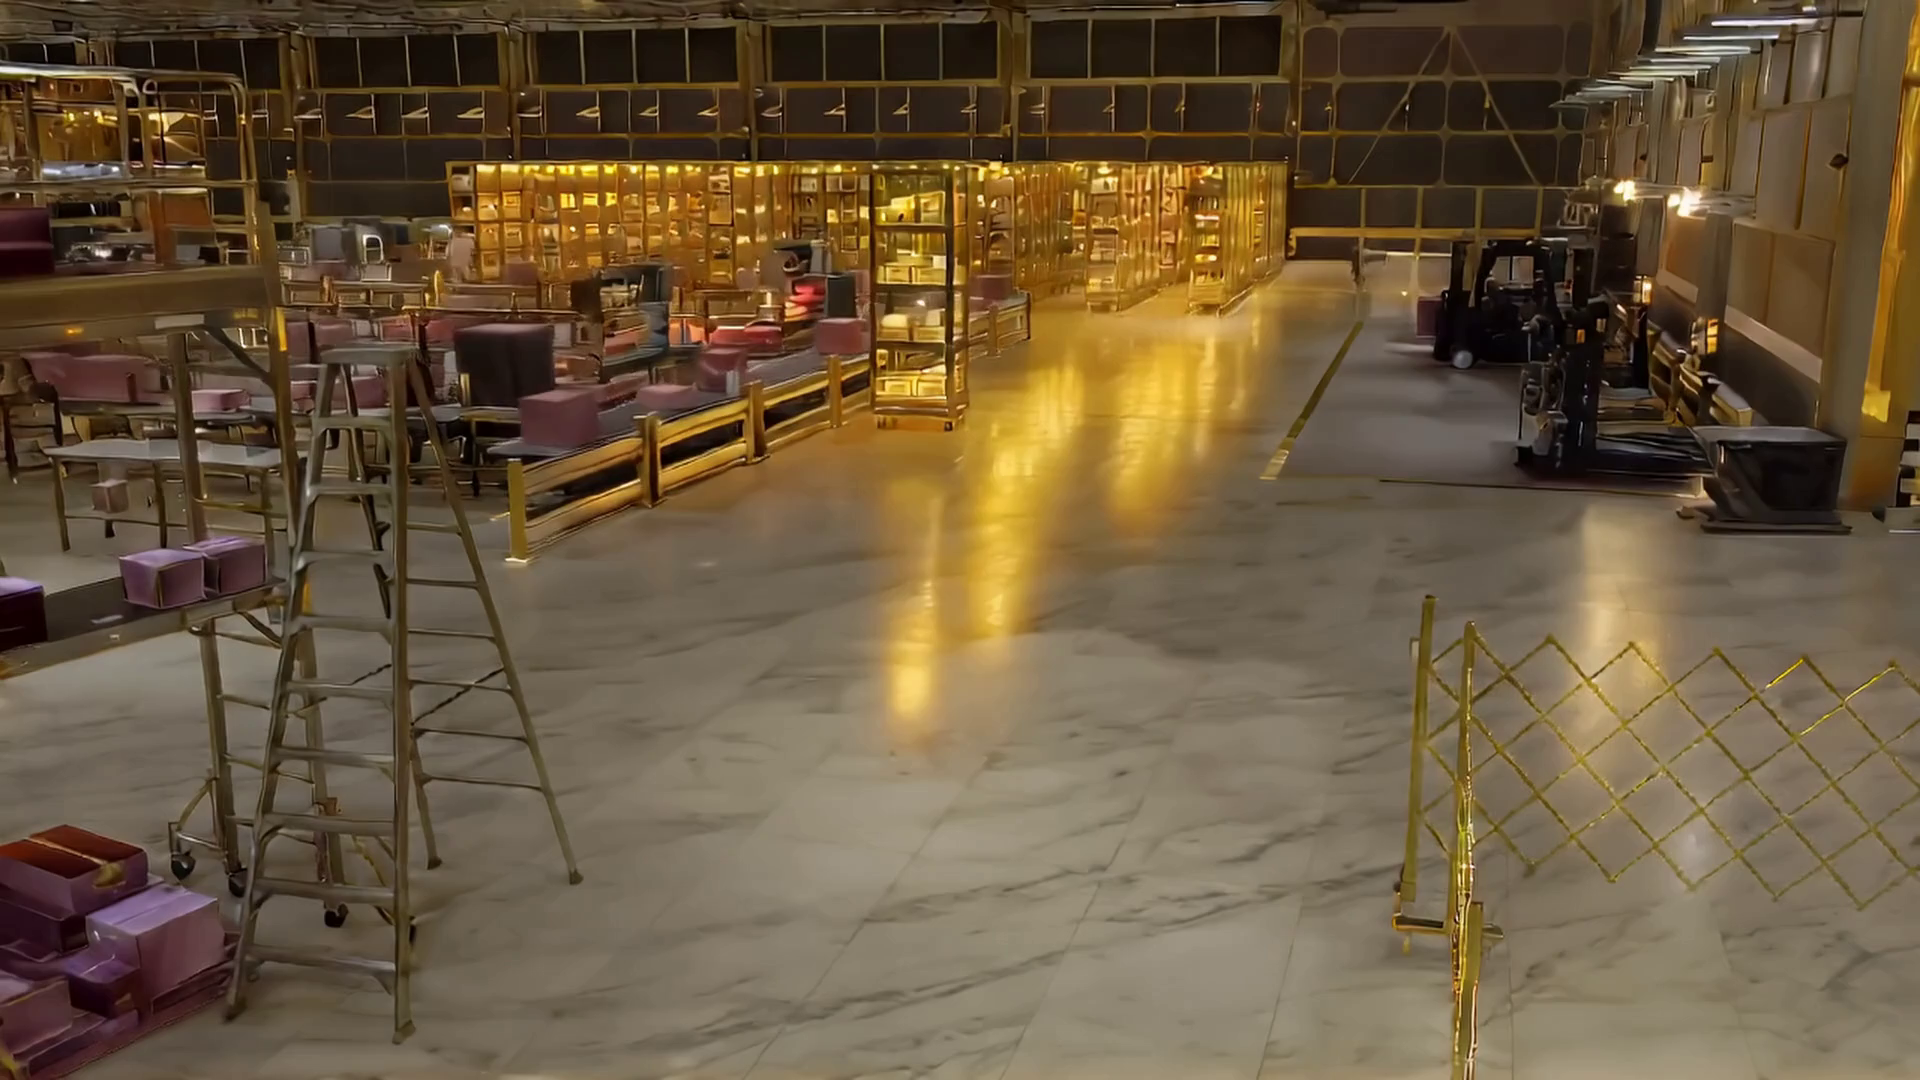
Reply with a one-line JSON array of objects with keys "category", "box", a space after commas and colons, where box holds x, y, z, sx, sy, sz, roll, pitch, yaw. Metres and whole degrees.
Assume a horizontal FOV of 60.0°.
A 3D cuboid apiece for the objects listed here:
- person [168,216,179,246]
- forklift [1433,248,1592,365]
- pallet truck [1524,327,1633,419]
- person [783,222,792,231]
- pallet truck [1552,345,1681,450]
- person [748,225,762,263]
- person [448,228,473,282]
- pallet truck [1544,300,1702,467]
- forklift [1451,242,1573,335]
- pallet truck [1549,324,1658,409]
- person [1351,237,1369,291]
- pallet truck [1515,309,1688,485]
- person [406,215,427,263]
[{"category": "person", "box": [-24.468, -9.060, 51.441, 0.605, 1.949, 0.402, -5, 14, -21]}, {"category": "forklift", "box": [9.780, -4.111, 29.280, 2.680, 1.987, 1.157, 3, 13, 14]}, {"category": "pallet truck", "box": [9.065, -2.460, 24.370, 1.522, 1.261, 0.704, 3, 13, 14]}, {"category": "person", "box": [-5.239, -8.661, 49.954, 0.565, 1.840, 0.390, -3, 13, -14]}, {"category": "pallet truck", "box": [8.641, -1.896, 21.908, 1.630, 1.274, 0.653, 4, 14, 16]}, {"category": "person", "box": [-6.025, -8.517, 49.148, 0.618, 1.932, 1.087, 1, 13, 3]}, {"category": "person", "box": [-13.216, -7.298, 43.966, 0.443, 1.893, 0.651, 11, 17, 40]}, {"category": "pallet truck", "box": [8.263, -1.952, 20.631, 1.885, 1.965, 0.823, 5, 14, 20]}, {"category": "forklift", "box": [10.464, -4.597, 31.405, 2.680, 1.987, 1.157, 4, 14, 16]}, {"category": "pallet truck", "box": [9.824, -2.669, 25.407, 1.601, 1.201, 0.680, 4, 14, 16]}, {"category": "person", "box": [9.728, -6.447, 40.440, 0.404, 1.824, 0.586, 8, 15, 31]}, {"category": "pallet truck", "box": [7.554, -1.677, 19.446, 1.885, 1.965, 0.823, 3, 13, 14]}, {"category": "person", "box": [-19.317, -10.679, 58.964, 0.525, 1.700, 0.560, 7, 15, 28]}]
